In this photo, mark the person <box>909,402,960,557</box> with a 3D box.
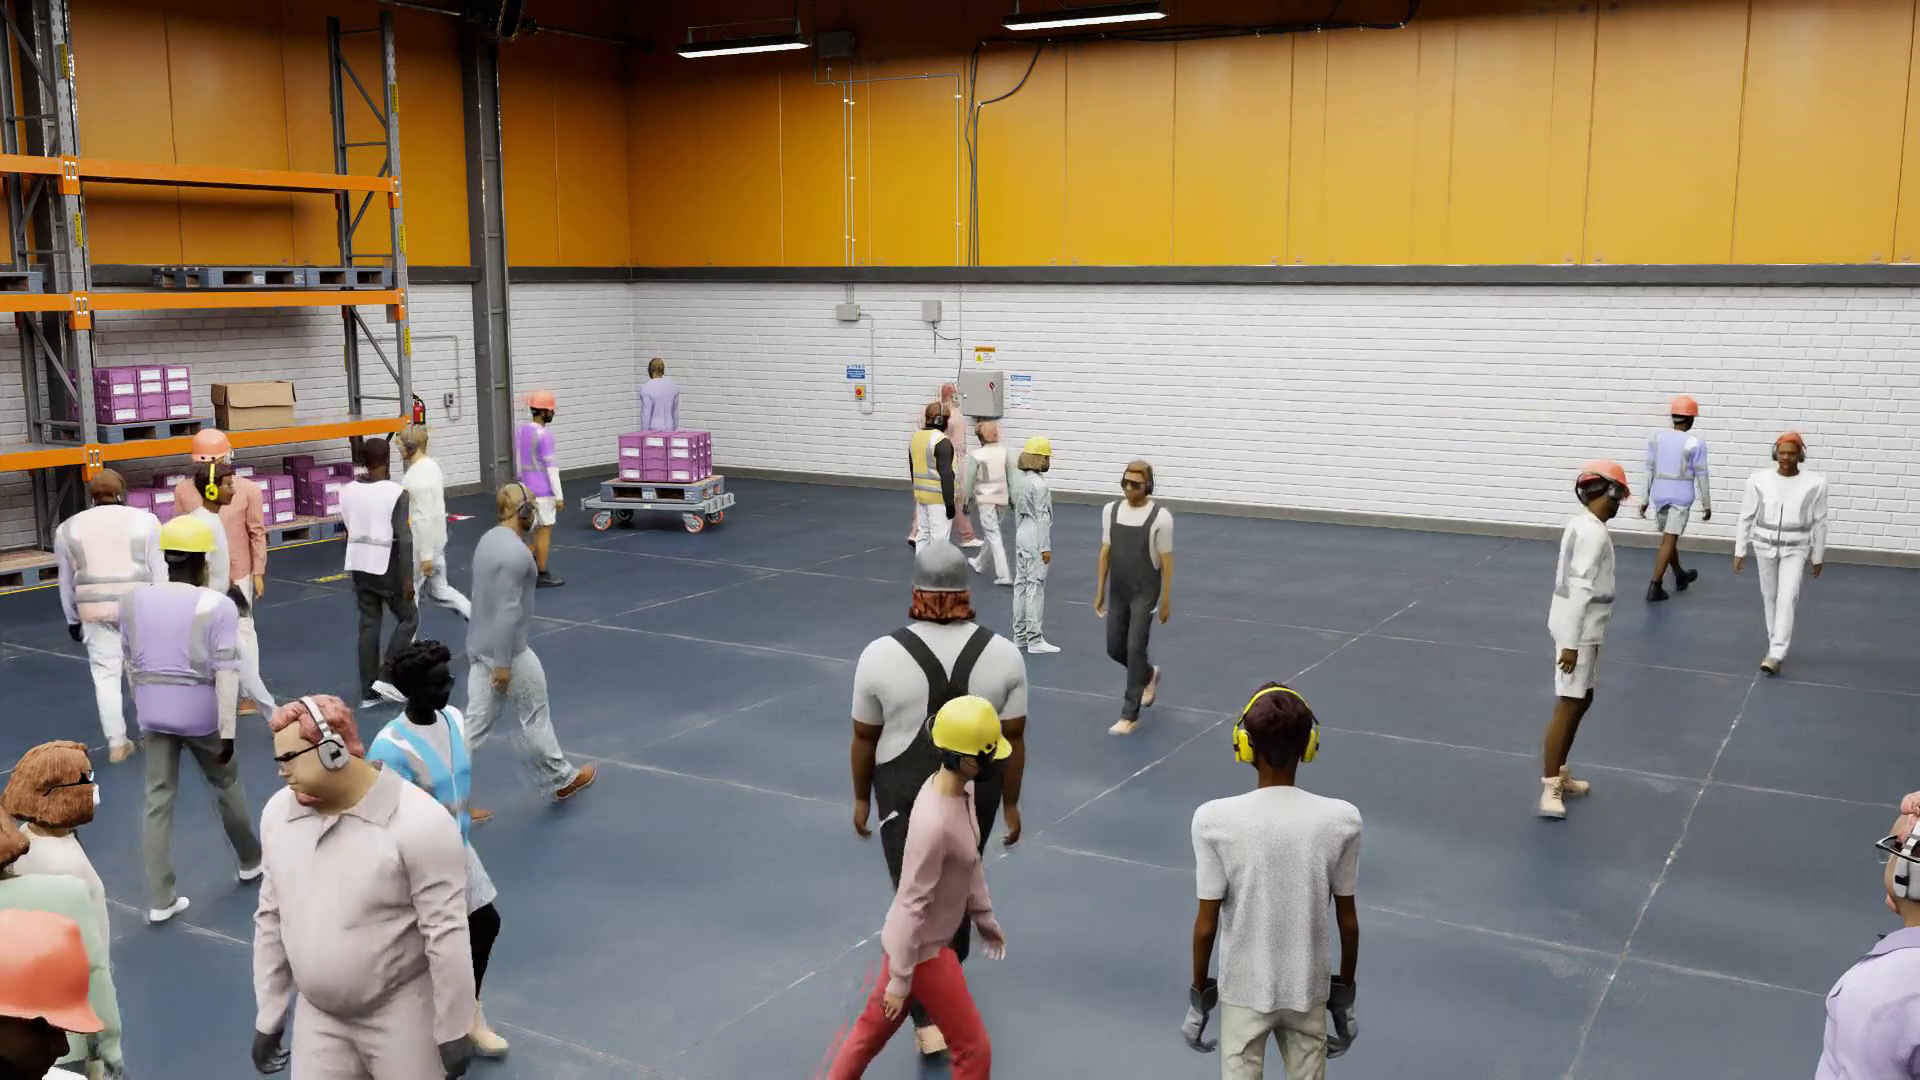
[{"bbox_3d":[-0.217,-0.367,15.555,0.430,1.838,0.619,-6,11,-32],"label":"person"}]

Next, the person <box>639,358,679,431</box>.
[{"bbox_3d":[-3.940,-1.412,21.751,0.356,1.938,0.638,7,11,36],"label":"person"}]

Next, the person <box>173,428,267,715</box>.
[{"bbox_3d":[-5.075,0.222,11.404,0.608,1.986,0.389,-1,9,-4],"label":"person"}]

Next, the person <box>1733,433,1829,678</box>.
[{"bbox_3d":[6.237,0.102,12.667,0.588,1.826,1.011,7,11,36],"label":"person"}]

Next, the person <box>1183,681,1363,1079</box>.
[{"bbox_3d":[0.908,1.331,4.845,0.509,1.872,0.329,0,9,-2],"label":"person"}]

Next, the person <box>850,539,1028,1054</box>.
[{"bbox_3d":[-0.089,0.959,6.637,0.685,2.000,0.995,-2,9,-10],"label":"person"}]

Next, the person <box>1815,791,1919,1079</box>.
[{"bbox_3d":[2.116,1.493,3.721,0.651,1.907,0.409,-4,10,-26],"label":"person"}]

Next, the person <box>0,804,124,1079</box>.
[{"bbox_3d":[-2.682,1.486,4.725,0.518,1.583,0.804,-8,12,-41],"label":"person"}]

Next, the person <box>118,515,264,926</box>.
[{"bbox_3d":[-3.684,0.820,8.001,0.611,1.887,0.929,0,9,2],"label":"person"}]

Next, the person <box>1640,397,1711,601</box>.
[{"bbox_3d":[6.736,-0.394,15.573,1.016,1.877,0.576,-7,11,-37],"label":"person"}]

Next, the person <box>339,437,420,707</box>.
[{"bbox_3d":[-4.070,0.231,11.664,0.626,1.886,0.452,3,10,19],"label":"person"}]

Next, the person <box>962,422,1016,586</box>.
[{"bbox_3d":[0.260,-0.369,16.315,0.527,1.579,0.881,-6,11,-34],"label":"person"}]

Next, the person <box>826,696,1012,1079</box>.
[{"bbox_3d":[-0.153,1.319,5.478,0.843,1.698,0.555,1,9,3],"label":"person"}]

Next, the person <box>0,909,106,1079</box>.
[{"bbox_3d":[-1.818,1.618,3.030,0.817,1.872,0.629,5,10,26],"label":"person"}]

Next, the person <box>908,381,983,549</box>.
[{"bbox_3d":[-0.172,-0.807,18.209,0.958,1.871,0.642,-8,12,-42],"label":"person"}]

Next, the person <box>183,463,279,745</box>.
[{"bbox_3d":[-4.728,0.406,10.749,0.953,1.820,0.538,-5,11,-30],"label":"person"}]

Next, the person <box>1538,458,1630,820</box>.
[{"bbox_3d":[3.500,0.555,9.352,0.437,1.996,0.795,3,10,19],"label":"person"}]

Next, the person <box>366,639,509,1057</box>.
[{"bbox_3d":[-1.951,1.198,6.254,0.553,1.672,0.546,3,10,20],"label":"person"}]

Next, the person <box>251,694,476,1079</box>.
[{"bbox_3d":[-1.696,1.348,4.763,0.662,1.869,0.437,3,10,17],"label":"person"}]

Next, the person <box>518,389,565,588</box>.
[{"bbox_3d":[-4.004,-0.484,16.000,0.399,1.924,0.583,-7,12,-38],"label":"person"}]

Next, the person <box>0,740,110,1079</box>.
[{"bbox_3d":[-2.718,1.409,5.091,0.276,1.633,0.507,-8,12,-40],"label":"person"}]

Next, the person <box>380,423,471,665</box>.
[{"bbox_3d":[-4.034,0.048,12.766,0.921,1.911,0.638,-1,9,-9],"label":"person"}]

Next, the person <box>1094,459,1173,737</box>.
[{"bbox_3d":[1.187,0.354,11.085,0.518,1.830,0.705,7,11,36],"label":"person"}]

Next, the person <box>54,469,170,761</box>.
[{"bbox_3d":[-5.285,0.461,10.448,0.653,1.816,0.562,-3,10,-17],"label":"person"}]

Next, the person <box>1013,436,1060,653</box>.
[{"bbox_3d":[0.607,0.032,13.360,0.303,1.740,0.485,-4,10,-23],"label":"person"}]

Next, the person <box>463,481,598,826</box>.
[{"bbox_3d":[-2.518,0.619,9.264,1.000,1.873,0.643,-6,11,-34],"label":"person"}]
